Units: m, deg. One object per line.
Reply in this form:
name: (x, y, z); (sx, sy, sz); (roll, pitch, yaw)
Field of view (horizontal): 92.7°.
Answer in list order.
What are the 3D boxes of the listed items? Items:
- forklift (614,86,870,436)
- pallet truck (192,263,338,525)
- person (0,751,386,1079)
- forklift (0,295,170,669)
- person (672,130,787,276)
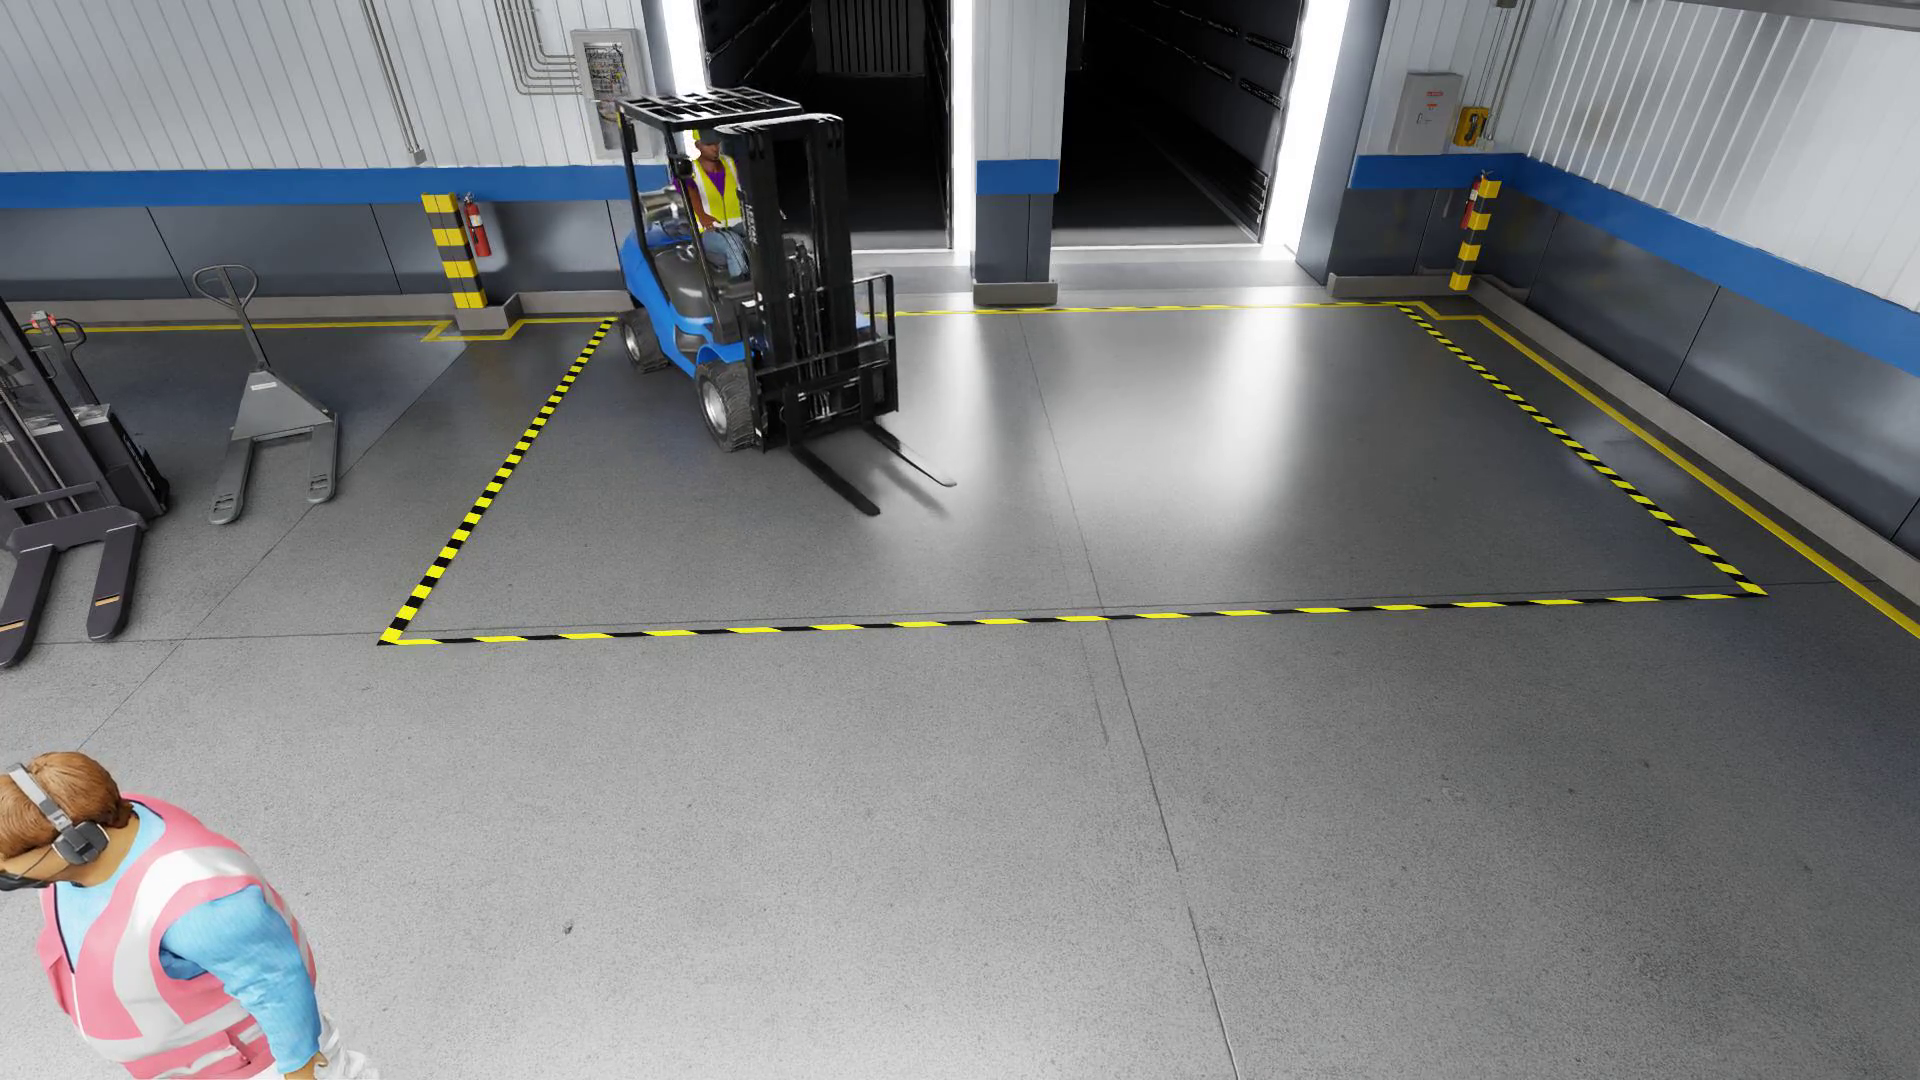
forklift: (-1.680, -2.198, 6.837); (1.157, 2.036, 2.680); (-22, 41, -29)
pallet truck: (-4.778, -1.027, 6.128); (0.680, 1.201, 1.601); (-17, 38, -23)
person: (-1.897, 1.221, 2.371); (0.634, 1.841, 0.429); (15, 38, 21)
forklift: (-5.212, -0.618, 4.878); (0.823, 1.965, 1.885); (-20, 39, -26)
person: (-1.651, -2.321, 6.687); (0.635, 1.294, 1.004); (-22, 41, -29)
